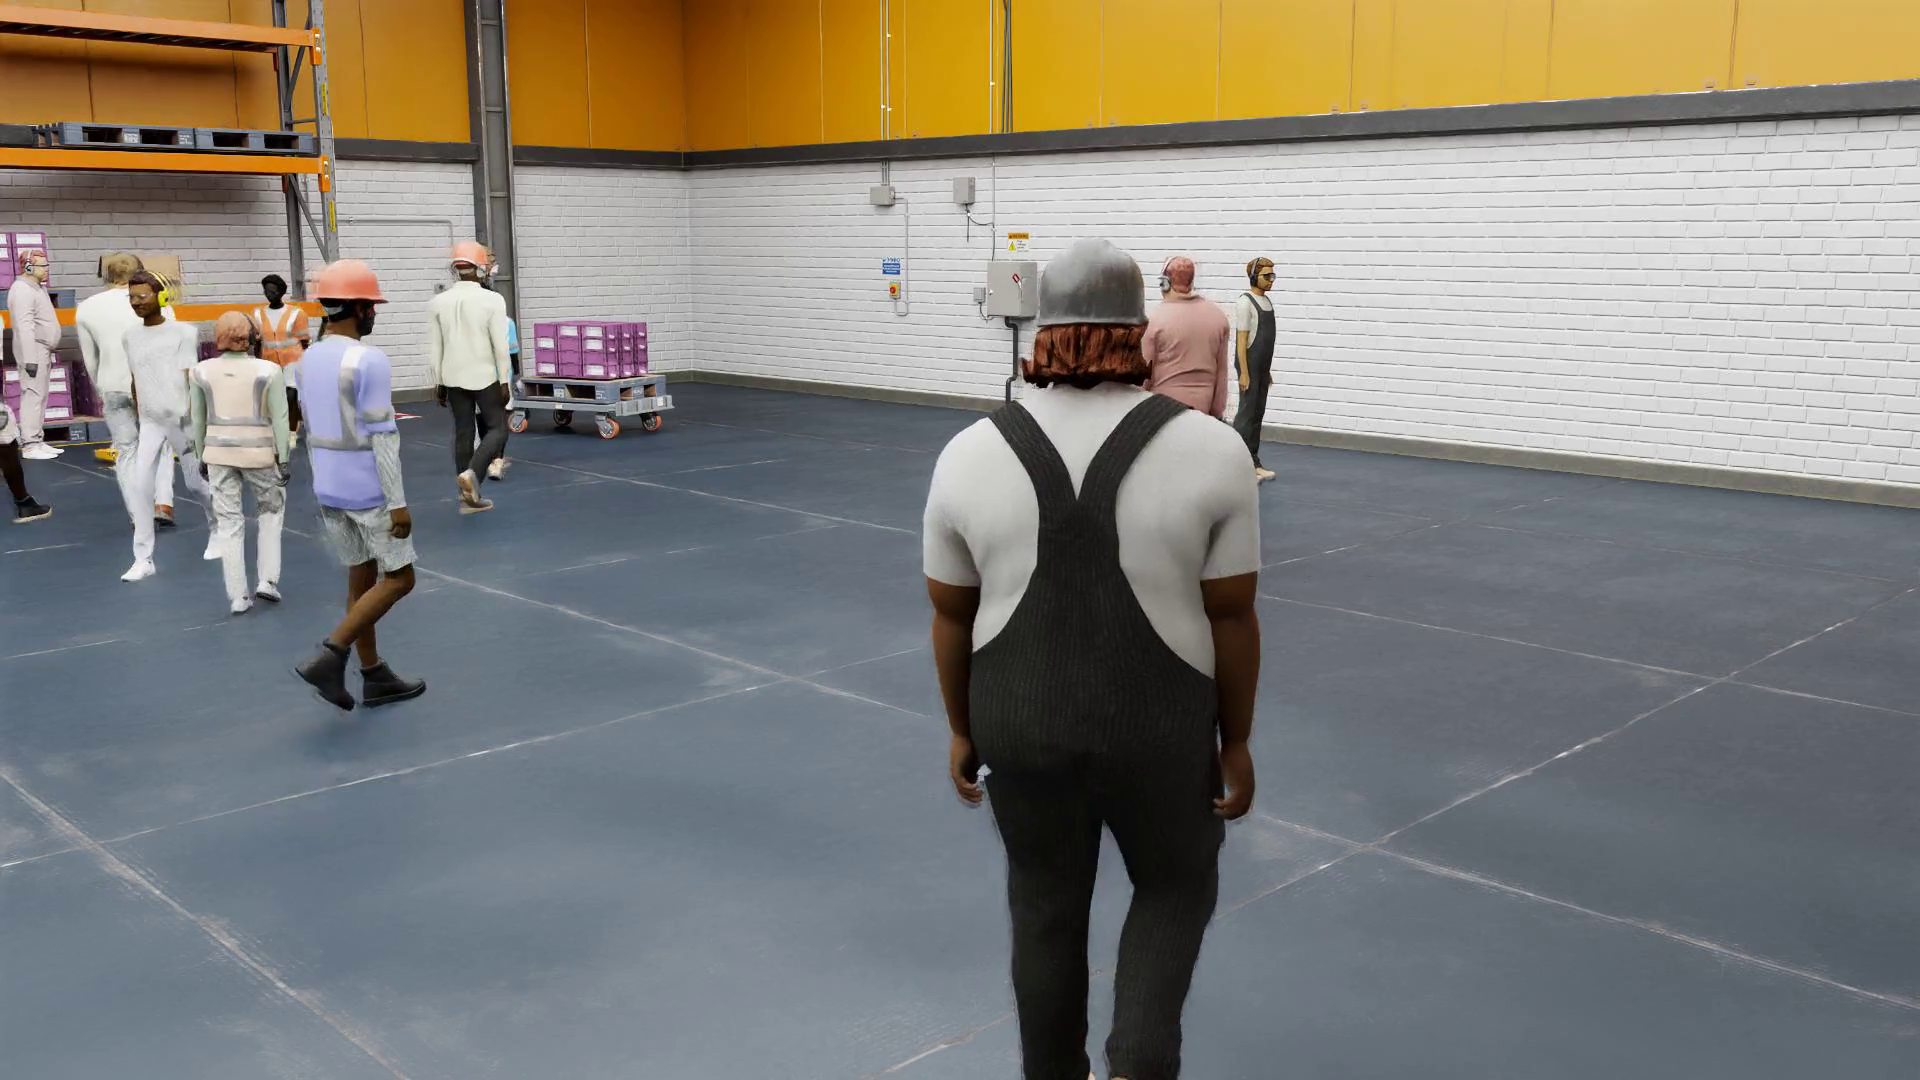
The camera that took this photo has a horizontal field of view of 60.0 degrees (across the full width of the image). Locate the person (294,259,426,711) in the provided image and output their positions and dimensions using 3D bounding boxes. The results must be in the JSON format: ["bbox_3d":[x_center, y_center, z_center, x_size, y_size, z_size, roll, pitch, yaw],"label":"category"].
[{"bbox_3d":[-2.558,-0.206,6.980,0.570,1.926,0.558,8,13,36],"label":"person"}]

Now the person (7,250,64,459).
[{"bbox_3d":[-8.394,-1.682,15.144,0.401,1.895,0.658,-4,11,-21],"label":"person"}]

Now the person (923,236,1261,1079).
[{"bbox_3d":[0.284,0.367,3.545,0.706,2.000,0.574,3,11,15],"label":"person"}]

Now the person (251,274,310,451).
[{"bbox_3d":[-6.449,-1.710,15.900,0.539,1.669,0.737,0,10,-2],"label":"person"}]

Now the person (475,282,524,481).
[{"bbox_3d":[-3.946,-1.337,13.911,0.585,1.658,0.846,-1,10,-8],"label":"person"}]

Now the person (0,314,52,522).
[{"bbox_3d":[-6.775,-1.012,11.419,0.619,1.918,0.988,2,11,10],"label":"person"}]

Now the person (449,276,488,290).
[{"bbox_3d":[-5.058,-2.029,17.309,0.599,1.780,0.880,2,11,11],"label":"person"}]

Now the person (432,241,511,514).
[{"bbox_3d":[-3.537,-1.153,11.987,0.631,1.980,0.617,2,11,13],"label":"person"}]

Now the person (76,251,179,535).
[{"bbox_3d":[-5.599,-0.988,11.284,0.624,1.917,0.491,-3,11,-14],"label":"person"}]

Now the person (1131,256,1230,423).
[{"bbox_3d":[1.303,-0.804,10.320,0.672,1.891,0.508,-6,12,-29],"label":"person"}]

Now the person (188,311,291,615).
[{"bbox_3d":[-3.864,-0.419,8.974,0.538,1.620,0.490,-2,11,-9],"label":"person"}]

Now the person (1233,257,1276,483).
[{"bbox_3d":[2.429,-1.392,13.665,0.331,1.844,0.520,7,12,33],"label":"person"}]

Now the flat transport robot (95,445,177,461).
[{"bbox_3d":[-7.059,-0.893,15.245,0.652,0.197,1.431,7,13,35],"label":"flat transport robot"}]

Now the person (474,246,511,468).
[{"bbox_3d":[-4.171,-1.592,14.504,0.369,1.938,0.630,-4,11,-21],"label":"person"}]

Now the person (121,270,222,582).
[{"bbox_3d":[-4.773,-0.722,10.083,0.525,1.829,0.964,1,10,4],"label":"person"}]
